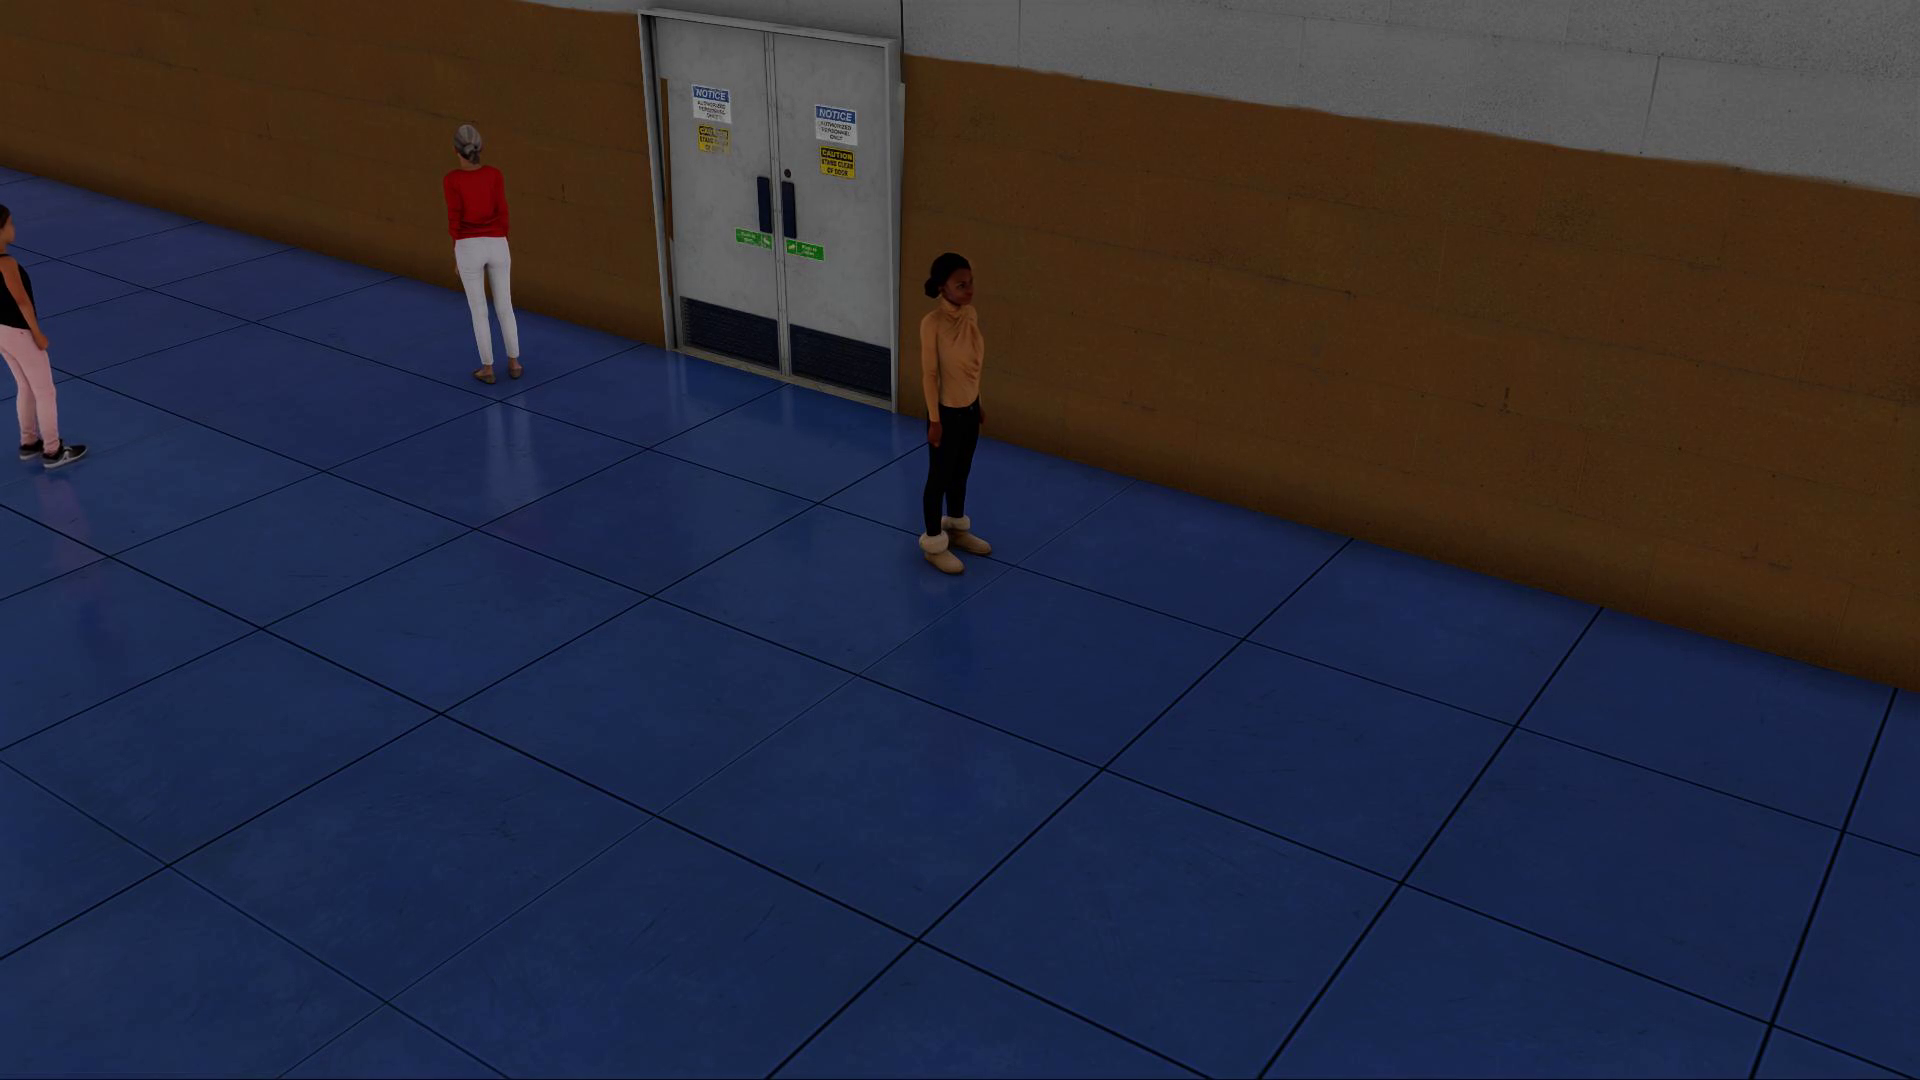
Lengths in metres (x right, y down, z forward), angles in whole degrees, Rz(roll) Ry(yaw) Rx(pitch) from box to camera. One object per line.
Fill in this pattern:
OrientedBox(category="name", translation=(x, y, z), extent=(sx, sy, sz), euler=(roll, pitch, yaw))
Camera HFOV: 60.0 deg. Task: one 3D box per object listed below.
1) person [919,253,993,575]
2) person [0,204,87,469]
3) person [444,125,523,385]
OrientedBox(category="person", translation=(-0.043, -0.661, 8.476), extent=(0.632, 1.660, 0.482), euler=(18, 32, 31))
OrientedBox(category="person", translation=(-5.438, -1.171, 9.598), extent=(0.526, 1.554, 0.503), euler=(16, 31, 28))
OrientedBox(category="person", translation=(-3.088, -1.845, 10.773), extent=(0.597, 1.694, 0.690), euler=(-15, 31, -27))
